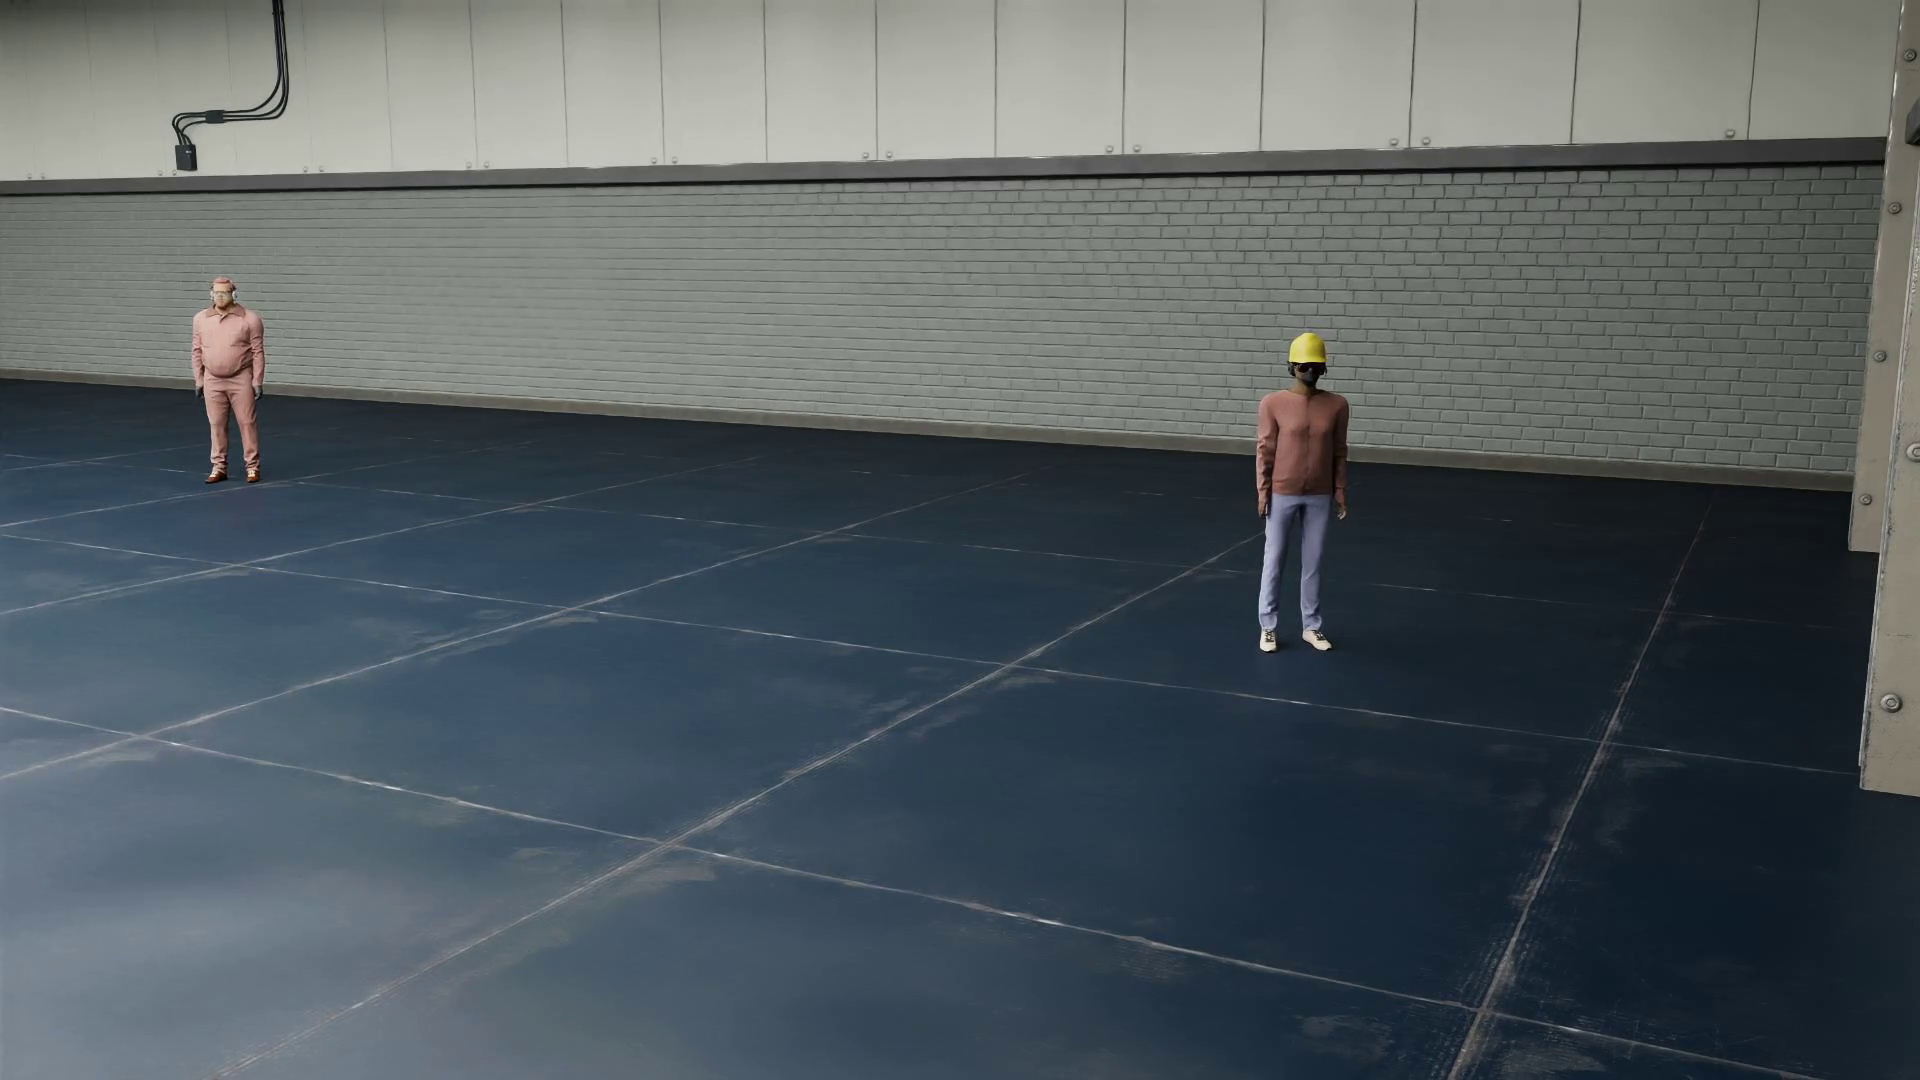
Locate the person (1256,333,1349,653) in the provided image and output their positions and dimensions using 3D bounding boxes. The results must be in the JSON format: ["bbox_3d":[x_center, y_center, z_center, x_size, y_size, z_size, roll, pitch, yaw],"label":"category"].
[{"bbox_3d":[1.888,-0.255,9.182,0.523,1.769,0.314,-1,10,-7],"label":"person"}]

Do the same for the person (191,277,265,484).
[{"bbox_3d":[-6.796,-1.477,15.454,0.642,1.913,0.409,-1,10,-7],"label":"person"}]
